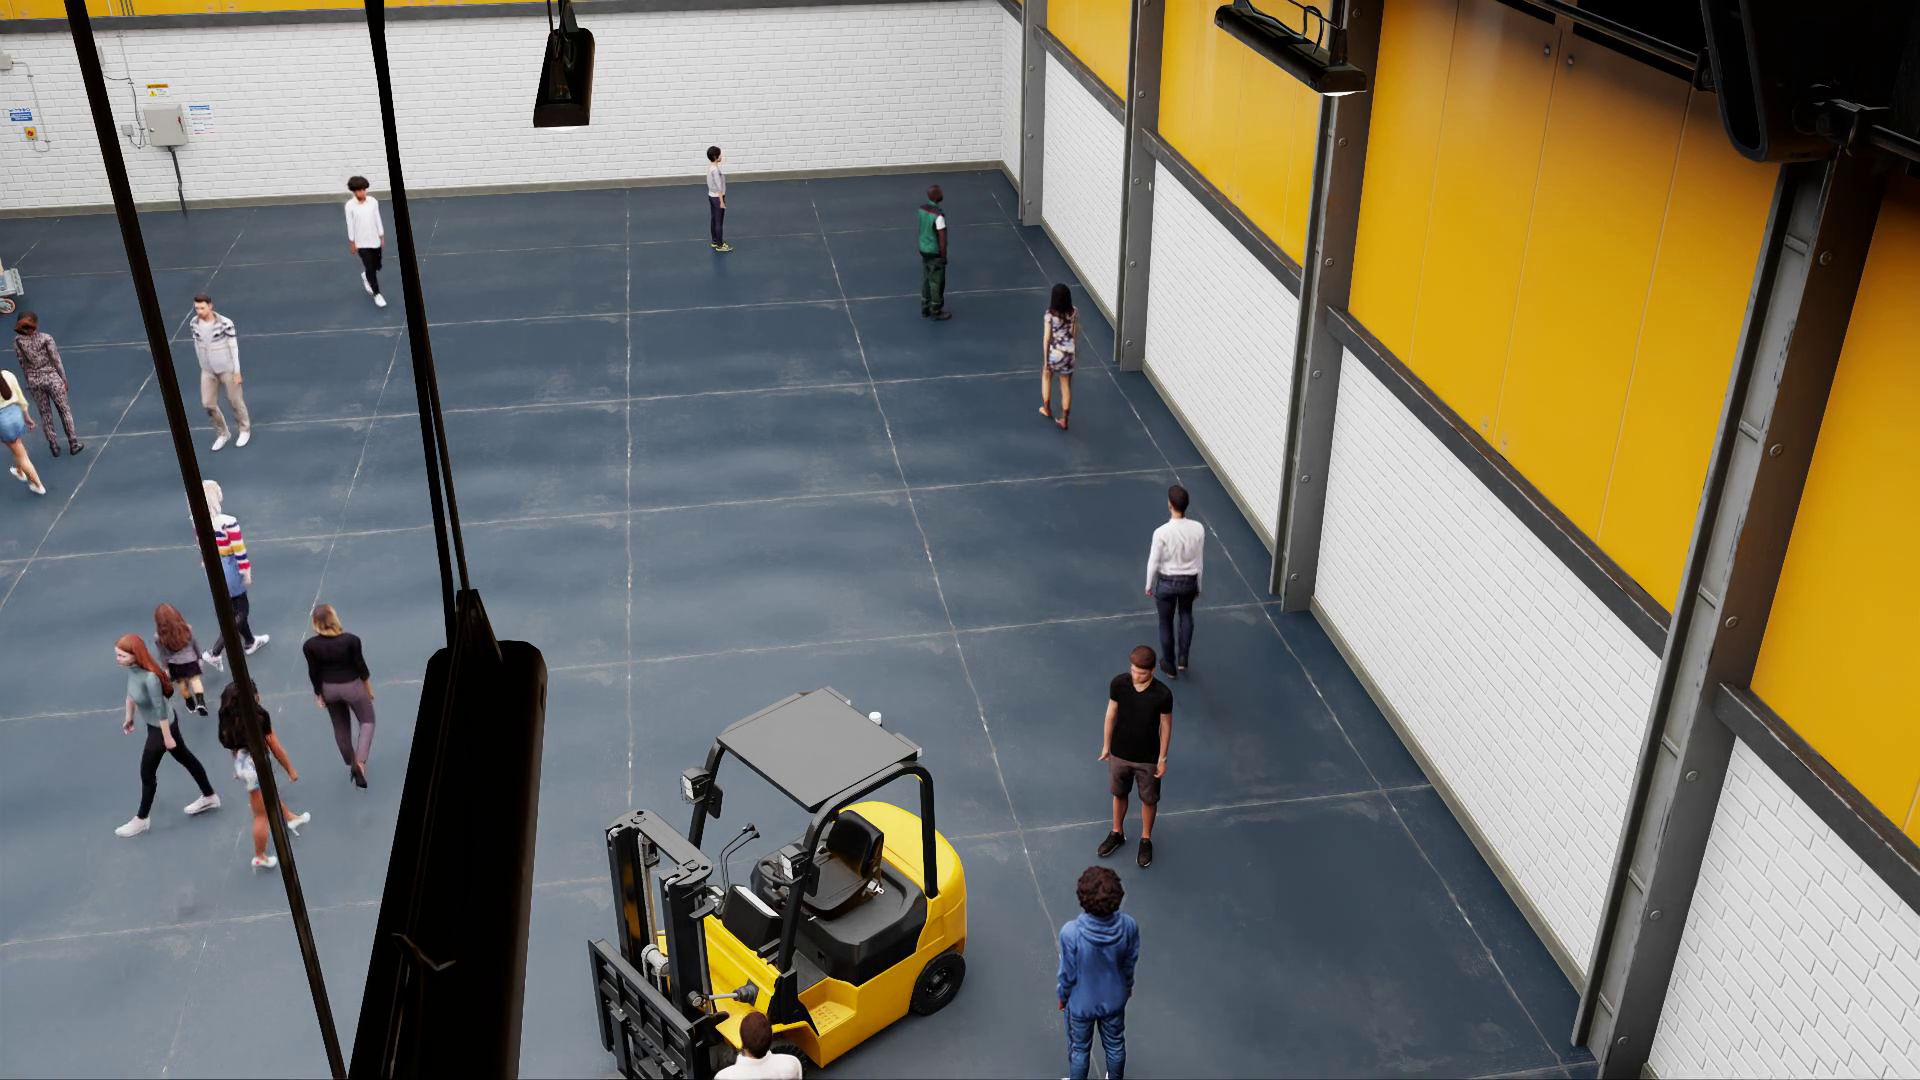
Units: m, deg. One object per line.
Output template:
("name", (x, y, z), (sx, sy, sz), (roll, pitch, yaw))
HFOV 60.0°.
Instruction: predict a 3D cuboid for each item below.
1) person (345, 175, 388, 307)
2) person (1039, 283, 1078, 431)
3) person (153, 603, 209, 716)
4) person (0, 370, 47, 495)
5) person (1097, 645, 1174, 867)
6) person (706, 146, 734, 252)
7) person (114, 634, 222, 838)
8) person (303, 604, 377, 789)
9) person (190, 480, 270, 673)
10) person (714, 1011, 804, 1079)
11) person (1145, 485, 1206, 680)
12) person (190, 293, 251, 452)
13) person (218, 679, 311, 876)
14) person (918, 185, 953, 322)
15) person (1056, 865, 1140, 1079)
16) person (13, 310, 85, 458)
("person", (-8.203, -4.152, 22.923), (0.974, 1.784, 1.159), (-22, 36, -35))
("person", (1.185, -2.094, 19.224), (0.663, 1.714, 0.829), (-8, 30, -14))
("person", (-6.610, 1.041, 14.127), (0.633, 1.093, 0.752), (-19, 34, -30))
("person", (-10.091, -1.205, 17.716), (1.032, 1.598, 0.992), (17, 33, 28))
("person", (1.324, 1.562, 12.373), (0.773, 1.858, 0.791), (12, 31, 22))
("person", (-3.664, -5.145, 24.986), (0.650, 1.553, 0.491), (-12, 31, -20))
("person", (-6.047, 1.427, 12.775), (0.928, 1.709, 1.030), (-17, 33, -28))
("person", (-4.856, 1.276, 13.107), (0.587, 1.656, 0.747), (-5, 29, -9))
("person", (-6.555, 0.333, 14.696), (0.994, 1.789, 1.130), (12, 31, 21))
("person", (-1.074, 3.316, 9.142), (0.693, 1.871, 0.596), (-10, 30, -18))
("person", (1.905, 0.420, 14.460), (0.644, 1.863, 0.601), (-4, 29, -7))
("person", (-8.350, -1.977, 18.872), (0.797, 1.846, 0.812), (3, 29, 5))
("person", (-5.238, 1.775, 12.253), (0.891, 1.599, 0.998), (13, 31, 23))
("person", (-0.359, -3.869, 22.349), (0.831, 1.838, 0.690), (-19, 34, -31))
("person", (0.832, 2.766, 10.217), (0.672, 1.808, 0.541), (-6, 29, -10))
("person", (-10.236, -1.760, 18.614), (0.563, 1.713, 0.542), (-6, 29, -10))
